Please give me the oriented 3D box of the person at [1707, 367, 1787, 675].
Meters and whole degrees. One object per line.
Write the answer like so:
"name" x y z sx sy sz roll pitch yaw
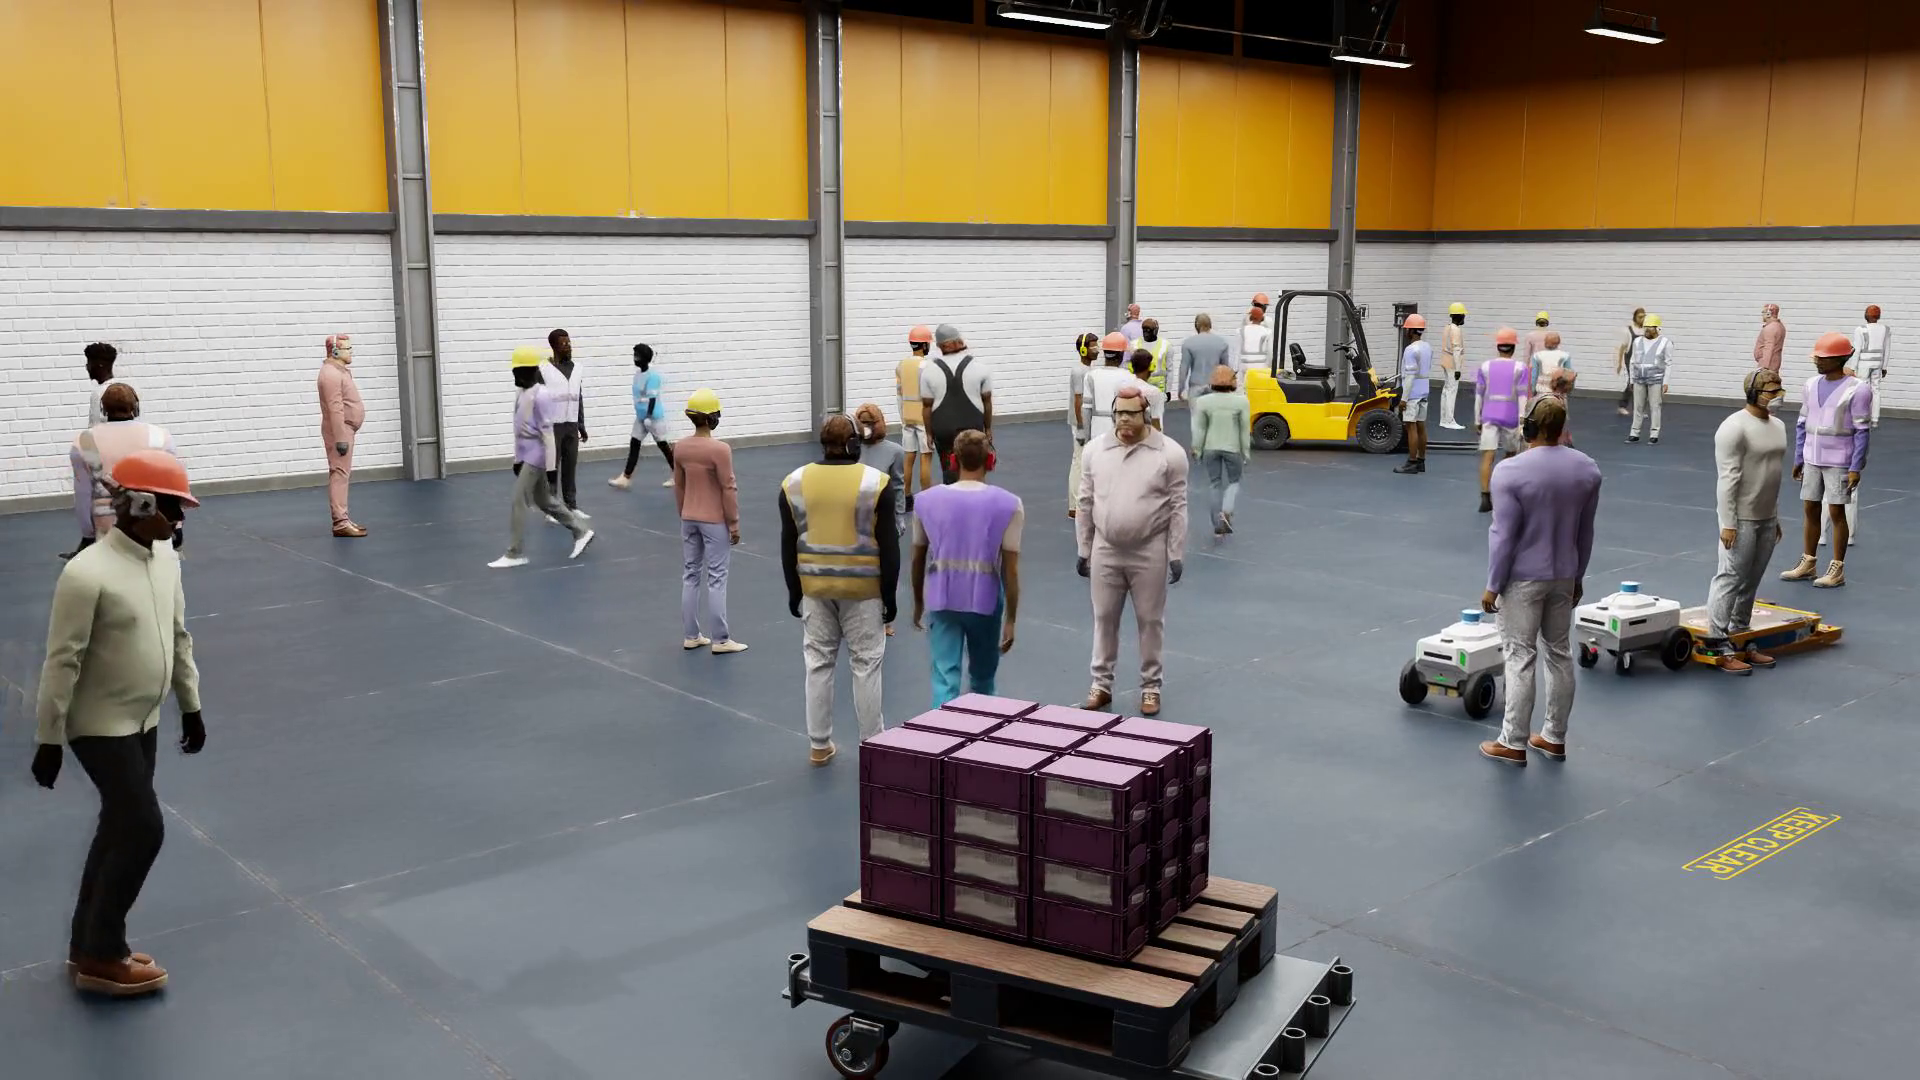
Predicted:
"person" 5.024 -0.125 10.574 0.629 1.940 0.373 -7 12 -36

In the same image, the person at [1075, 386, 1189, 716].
"person" 0.969 0.064 9.565 0.651 1.904 0.403 3 10 19

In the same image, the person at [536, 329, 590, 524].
"person" -3.968 -1.136 16.541 0.392 1.922 0.591 7 12 35

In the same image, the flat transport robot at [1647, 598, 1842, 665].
"flat transport robot" 5.216 0.603 11.179 1.431 0.197 0.652 -6 11 -32

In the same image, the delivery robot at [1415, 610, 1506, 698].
"delivery robot" 2.995 0.654 9.781 0.707 0.478 0.477 -9 13 -43

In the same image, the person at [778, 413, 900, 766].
"person" -0.605 0.266 8.587 0.624 1.838 0.430 2 10 14

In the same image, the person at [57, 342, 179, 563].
"person" -7.223 -0.730 14.195 0.990 1.919 0.607 -3 10 -14

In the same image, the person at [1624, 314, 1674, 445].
"person" 9.639 -2.242 23.273 0.404 1.834 0.591 -9 13 -42

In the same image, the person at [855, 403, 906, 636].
"person" -0.628 -0.138 11.540 0.507 1.631 0.275 -1 10 -4

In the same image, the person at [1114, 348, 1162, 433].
"person" 1.506 -0.744 14.496 0.604 1.836 0.520 8 13 41

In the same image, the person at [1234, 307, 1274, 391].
"person" 4.532 -2.622 25.404 0.615 1.859 0.744 5 11 26

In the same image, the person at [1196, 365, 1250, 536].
"person" 2.476 -0.835 15.632 0.522 1.617 0.353 3 10 18

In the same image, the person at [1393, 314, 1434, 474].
"person" 5.501 -1.770 20.200 0.362 1.939 0.542 9 13 42

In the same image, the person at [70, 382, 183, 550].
"person" -5.270 -0.079 10.585 0.619 1.845 0.430 -5 11 -26

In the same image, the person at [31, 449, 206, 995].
"person" -3.015 0.650 5.990 0.616 1.946 0.635 0 10 -1

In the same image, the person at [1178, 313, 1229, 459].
"person" 3.179 -1.973 21.491 0.672 1.909 0.596 -2 10 -9

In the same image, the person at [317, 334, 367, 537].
"person" -5.823 -0.987 15.707 0.404 1.911 0.636 -3 10 -18

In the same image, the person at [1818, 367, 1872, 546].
"person" 7.990 -0.754 15.134 0.521 1.636 0.311 1 10 8

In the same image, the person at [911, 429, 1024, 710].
"person" 0.018 0.354 8.244 0.588 1.794 0.995 1 10 7

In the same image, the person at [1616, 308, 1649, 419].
"person" 11.067 -2.905 27.287 0.522 1.799 0.996 -2 10 -12

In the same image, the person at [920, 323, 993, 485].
"person" -0.034 -1.103 15.996 0.703 2.000 0.795 0 10 2

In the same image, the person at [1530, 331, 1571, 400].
"person" 8.026 -2.031 22.641 0.524 1.621 0.613 6 11 29

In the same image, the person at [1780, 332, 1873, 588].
"person" 6.900 -0.636 13.259 0.386 2.039 0.615 -4 10 -22

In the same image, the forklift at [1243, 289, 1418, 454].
"forklift" 5.034 -2.339 22.783 2.313 2.155 1.214 3 10 16

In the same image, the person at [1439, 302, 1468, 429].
"person" 7.553 -2.661 25.444 0.360 1.930 0.589 0 10 2

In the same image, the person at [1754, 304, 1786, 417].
"person" 12.474 -2.695 25.710 0.403 1.906 0.652 8 13 39

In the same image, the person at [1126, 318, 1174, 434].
"person" 2.441 -1.947 21.538 0.619 1.839 0.430 3 10 17

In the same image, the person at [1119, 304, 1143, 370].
"person" 2.650 -2.678 25.614 0.652 1.905 0.402 -9 13 -43

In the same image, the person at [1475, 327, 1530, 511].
"person" 5.659 -1.264 17.382 0.559 1.891 1.000 6 11 30

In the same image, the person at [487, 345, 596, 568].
"person" -3.596 -0.728 14.240 0.928 1.897 0.593 -5 11 -28

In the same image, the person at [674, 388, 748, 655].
"person" -1.674 -0.123 11.055 0.525 1.772 0.303 7 12 35

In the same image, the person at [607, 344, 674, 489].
"person" -3.553 -1.392 18.820 0.878 1.646 0.560 -7 12 -36

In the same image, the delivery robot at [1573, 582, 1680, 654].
"delivery robot" 4.261 0.510 10.626 0.707 0.478 0.477 -6 12 -32

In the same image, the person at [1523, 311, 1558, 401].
"person" 9.180 -2.729 26.325 0.533 1.765 0.326 2 10 13

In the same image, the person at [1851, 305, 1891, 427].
"person" 14.018 -2.673 25.644 0.584 1.883 0.339 -1 10 -3

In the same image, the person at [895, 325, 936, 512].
"person" -0.406 -1.233 17.063 0.543 1.938 0.357 8 13 41

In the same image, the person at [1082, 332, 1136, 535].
"person" 1.420 -0.966 15.494 0.551 1.936 0.357 4 11 24

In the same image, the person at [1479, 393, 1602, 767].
"person" 2.984 0.209 8.617 0.629 1.940 0.372 -4 10 -20

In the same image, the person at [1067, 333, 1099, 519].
"person" 1.256 -1.144 16.736 0.333 1.873 0.520 3 10 15

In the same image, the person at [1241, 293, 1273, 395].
"person" 4.871 -3.005 27.136 0.395 2.038 0.615 -10 14 -44

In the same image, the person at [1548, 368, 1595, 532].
"person" 5.572 -0.823 15.655 0.806 1.595 0.542 4 11 24
